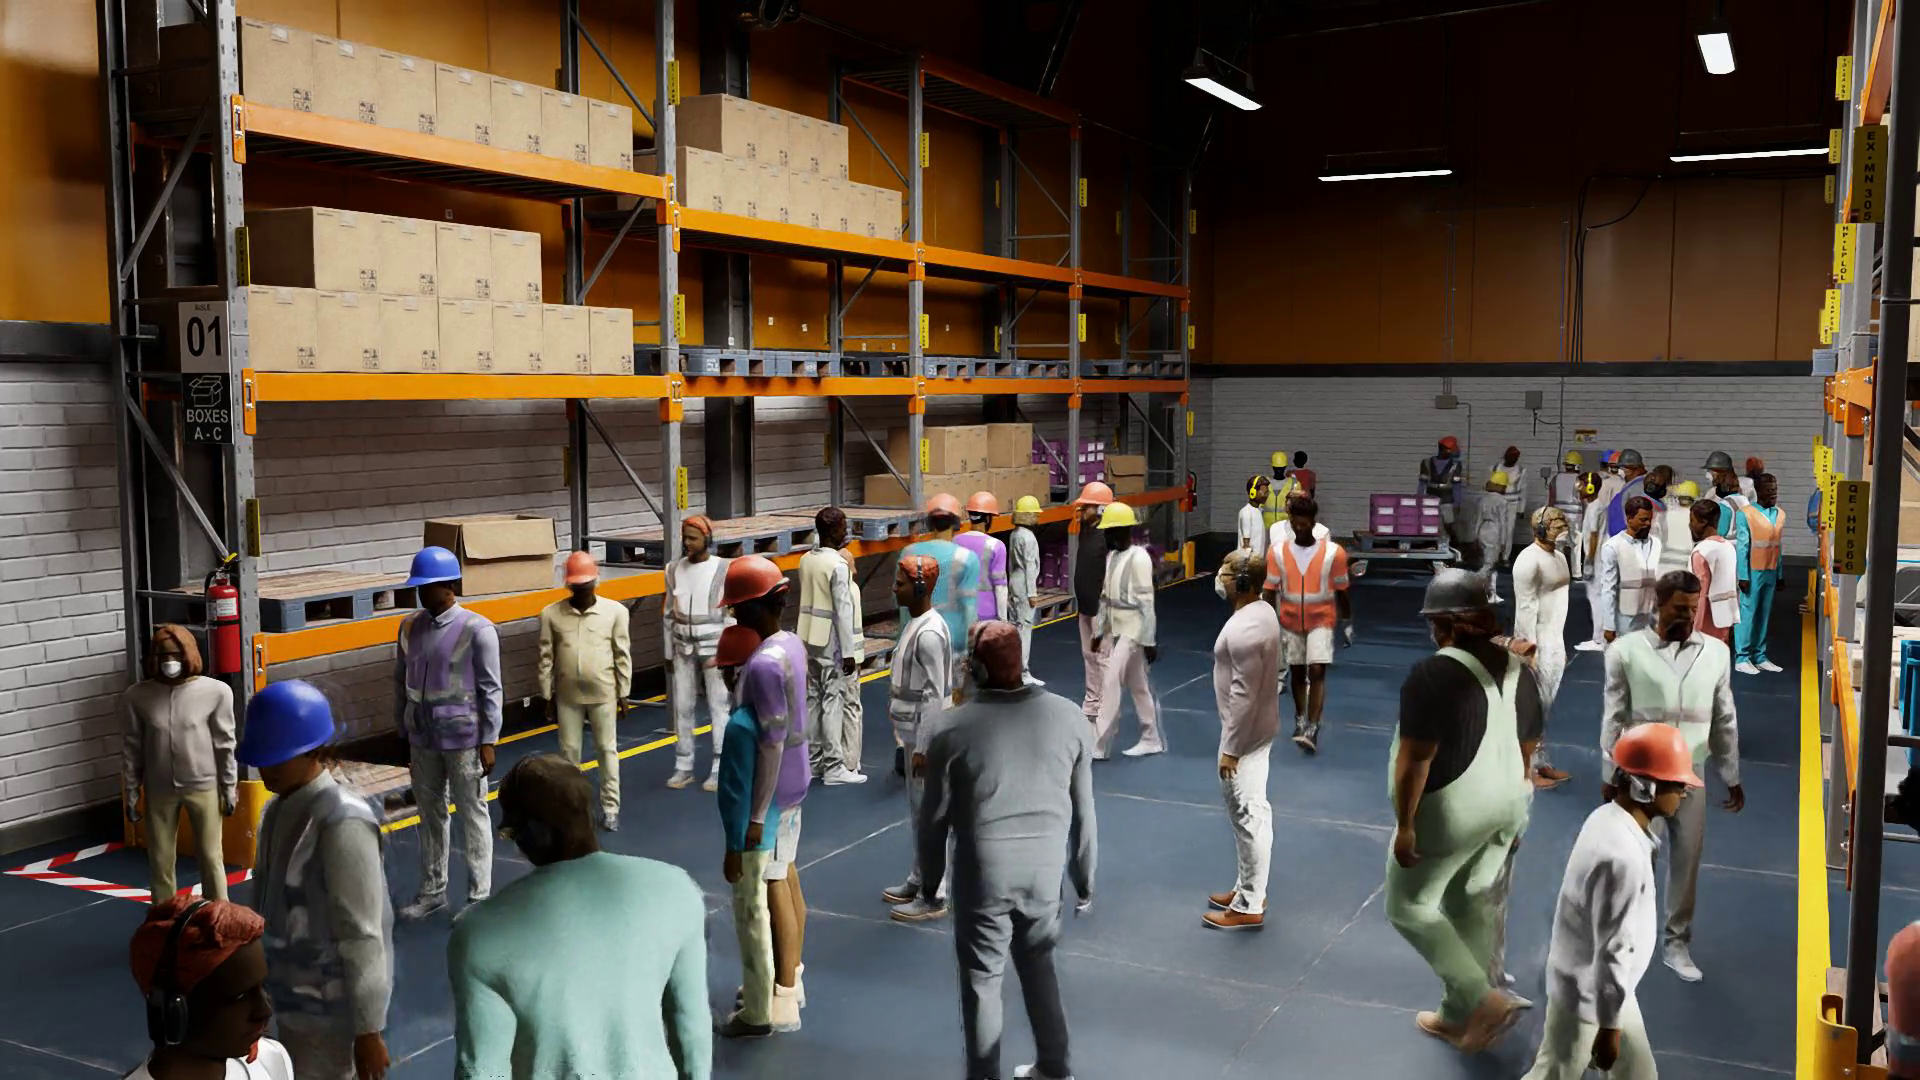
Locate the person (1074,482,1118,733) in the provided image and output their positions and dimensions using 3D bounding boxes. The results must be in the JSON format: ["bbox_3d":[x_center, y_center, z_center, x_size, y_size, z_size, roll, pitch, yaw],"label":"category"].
[{"bbox_3d":[1.072,0.534,13.156,0.375,1.997,0.611,-2,6,-20],"label":"person"}]

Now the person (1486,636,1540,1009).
[{"bbox_3d":[2.410,1.243,7.449,0.314,1.636,0.517,1,5,8],"label":"person"}]

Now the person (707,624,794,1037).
[{"bbox_3d":[-0.897,1.225,7.095,0.355,1.742,0.574,1,5,12],"label":"person"}]

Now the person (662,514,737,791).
[{"bbox_3d":[-1.767,0.763,11.326,0.591,1.880,0.378,2,6,20],"label":"person"}]

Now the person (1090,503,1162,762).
[{"bbox_3d":[1.108,0.677,12.155,0.903,1.885,0.615,-1,6,-16],"label":"person"}]

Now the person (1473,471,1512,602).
[{"bbox_3d":[6.585,-0.022,20.794,0.760,1.694,0.545,-2,6,-22],"label":"person"}]

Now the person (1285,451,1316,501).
[{"bbox_3d":[5.454,-0.578,26.720,0.541,1.696,0.315,-1,5,-15],"label":"person"}]

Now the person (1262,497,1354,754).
[{"bbox_3d":[2.595,0.634,12.548,0.650,1.908,0.995,2,6,23],"label":"person"}]

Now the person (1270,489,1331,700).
[{"bbox_3d":[2.975,0.475,14.617,0.564,1.843,0.397,4,6,34],"label":"person"}]

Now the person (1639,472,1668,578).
[{"bbox_3d":[7.417,0.182,17.855,0.429,1.832,0.634,4,7,36],"label":"person"}]

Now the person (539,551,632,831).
[{"bbox_3d":[-2.305,0.931,10.246,0.567,1.743,0.352,0,5,-5],"label":"person"}]

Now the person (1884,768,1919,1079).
[{"bbox_3d":[2.464,1.450,3.771,0.731,1.919,0.370,1,5,7],"label":"person"}]

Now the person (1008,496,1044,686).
[{"bbox_3d":[0.605,0.462,15.291,0.322,1.742,0.493,-2,6,-18],"label":"person"}]

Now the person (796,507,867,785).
[{"bbox_3d":[-0.917,0.729,11.499,0.390,1.916,0.591,-4,6,-35],"label":"person"}]

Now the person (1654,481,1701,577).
[{"bbox_3d":[7.296,0.302,16.794,0.610,1.783,0.926,4,6,34],"label":"person"}]

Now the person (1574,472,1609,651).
[{"bbox_3d":[6.576,0.225,17.277,0.360,1.858,0.517,3,6,27],"label":"person"}]

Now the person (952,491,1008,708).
[{"bbox_3d":[0.147,0.580,13.067,0.548,1.925,0.384,3,6,32],"label":"person"}]

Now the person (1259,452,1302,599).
[{"bbox_3d":[4.059,-0.172,21.227,0.583,1.917,0.404,2,6,20],"label":"person"}]

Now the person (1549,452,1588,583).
[{"bbox_3d":[8.512,-0.315,23.179,0.403,1.830,0.599,-4,7,-40],"label":"person"}]

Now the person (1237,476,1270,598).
[{"bbox_3d":[2.947,0.281,16.666,0.336,1.856,0.530,2,6,22],"label":"person"}]

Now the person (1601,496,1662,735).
[{"bbox_3d":[5.191,0.606,12.888,0.600,1.909,0.398,-3,6,-30],"label":"person"}]

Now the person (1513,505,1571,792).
[{"bbox_3d":[3.990,0.729,11.382,0.372,1.940,0.630,4,7,38],"label":"person"}]

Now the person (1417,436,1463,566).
[{"bbox_3d":[7.310,-0.592,25.383,0.691,1.993,0.620,2,6,20],"label":"person"}]

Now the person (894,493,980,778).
[{"bbox_3d":[-0.172,0.685,11.463,0.624,2.013,0.670,2,6,22],"label":"person"}]

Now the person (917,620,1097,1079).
[{"bbox_3d":[0.157,1.230,6.246,0.653,1.886,0.513,-2,6,-19],"label":"person"}]

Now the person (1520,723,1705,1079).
[{"bbox_3d":[2.018,1.415,5.352,0.764,1.695,0.584,2,6,24],"label":"person"}]

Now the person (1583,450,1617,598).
[{"bbox_3d":[8.272,-0.180,21.258,0.492,1.930,0.603,0,5,-5],"label":"person"}]

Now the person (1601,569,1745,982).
[{"bbox_3d":[3.323,1.079,7.800,0.605,1.901,0.509,-1,5,-6],"label":"person"}]

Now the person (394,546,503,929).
[{"bbox_3d":[-2.615,0.997,8.446,0.613,1.945,0.406,2,6,21],"label":"person"}]

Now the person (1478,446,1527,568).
[{"bbox_3d":[8.213,-0.499,25.071,0.643,1.848,0.442,3,6,27],"label":"person"}]

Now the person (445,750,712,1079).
[{"bbox_3d":[-0.858,1.454,3.956,0.661,1.893,0.903,-3,6,-29],"label":"person"}]

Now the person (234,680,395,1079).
[{"bbox_3d":[-1.860,1.342,4.781,0.446,1.926,0.629,-4,7,-36],"label":"person"}]

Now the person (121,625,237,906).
[{"bbox_3d":[-3.707,1.206,7.916,0.505,1.627,0.279,-1,5,-13],"label":"person"}]

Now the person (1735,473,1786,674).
[{"bbox_3d":[7.655,0.316,15.928,0.593,1.919,0.392,-3,6,-28],"label":"person"}]

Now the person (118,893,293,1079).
[{"bbox_3d":[-1.336,1.548,2.927,0.352,1.878,0.568,1,5,13],"label":"person"}]

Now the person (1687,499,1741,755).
[{"bbox_3d":[5.591,0.649,12.414,0.405,1.909,0.597,5,7,43],"label":"person"}]

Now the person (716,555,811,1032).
[{"bbox_3d":[-0.842,1.078,7.122,0.392,2.033,0.605,0,5,3],"label":"person"}]

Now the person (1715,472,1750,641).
[{"bbox_3d":[8.190,0.191,17.772,0.634,1.831,0.429,-5,7,-43],"label":"person"}]

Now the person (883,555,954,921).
[{"bbox_3d":[-0.212,1.012,8.632,0.355,1.883,0.574,-1,5,-9],"label":"person"}]

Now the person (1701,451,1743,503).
[{"bbox_3d":[8.291,0.038,18.272,0.536,2.000,0.688,1,5,7],"label":"person"}]

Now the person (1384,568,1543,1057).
[{"bbox_3d":[2.062,1.105,6.782,0.711,2.000,0.675,-3,6,-30],"label":"person"}]

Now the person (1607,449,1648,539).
[{"bbox_3d":[7.741,-0.056,19.275,0.535,2.000,0.686,2,6,17],"label":"person"}]

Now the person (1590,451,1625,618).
[{"bbox_3d":[7.679,-0.048,19.504,0.616,1.986,0.407,5,7,43],"label":"person"}]

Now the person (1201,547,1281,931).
[{"bbox_3d":[1.436,1.001,8.448,0.368,1.940,0.632,2,6,17],"label":"person"}]

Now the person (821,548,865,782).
[{"bbox_3d":[-0.816,0.859,11.576,0.310,1.640,0.514,0,5,5],"label":"person"}]
